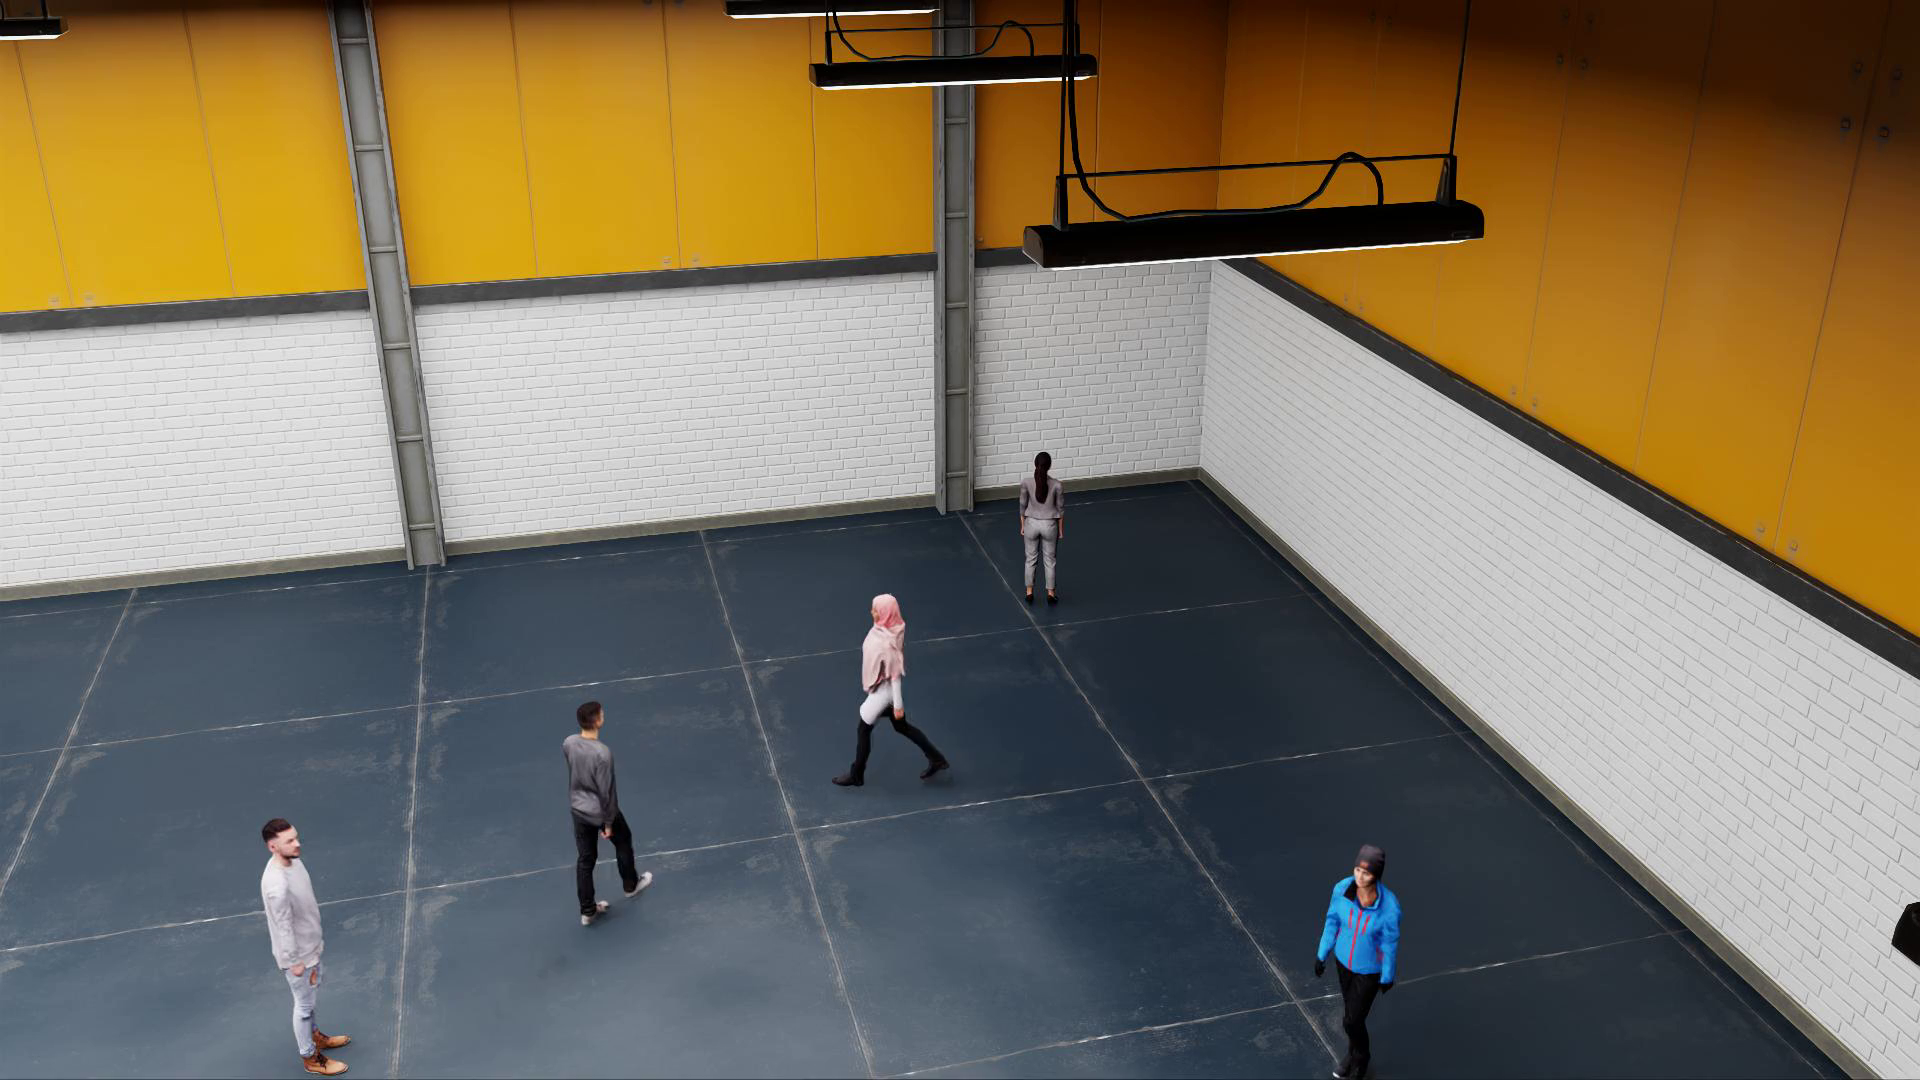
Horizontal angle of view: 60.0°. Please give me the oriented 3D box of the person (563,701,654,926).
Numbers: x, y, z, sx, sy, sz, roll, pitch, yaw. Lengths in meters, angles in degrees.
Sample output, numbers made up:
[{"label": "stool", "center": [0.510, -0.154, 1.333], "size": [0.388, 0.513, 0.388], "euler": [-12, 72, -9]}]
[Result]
[{"label": "person", "center": [-2.704, 2.016, 12.084], "size": [0.958, 1.737, 0.988], "euler": [10, 26, 22]}]

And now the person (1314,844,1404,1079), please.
[{"label": "person", "center": [2.584, 2.661, 10.548], "size": [0.765, 1.785, 0.736], "euler": [-17, 29, -34]}]

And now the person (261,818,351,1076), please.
[{"label": "person", "center": [-4.244, 2.583, 10.658], "size": [0.566, 1.839, 0.679], "euler": [-5, 24, -12]}]

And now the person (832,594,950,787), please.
[{"label": "person", "center": [-0.510, 1.274, 13.750], "size": [1.269, 1.761, 0.823], "euler": [-1, 24, -3]}]

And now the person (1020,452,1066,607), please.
[{"label": "person", "center": [0.833, -0.110, 17.020], "size": [0.665, 1.678, 0.772], "euler": [4, 24, 9]}]
